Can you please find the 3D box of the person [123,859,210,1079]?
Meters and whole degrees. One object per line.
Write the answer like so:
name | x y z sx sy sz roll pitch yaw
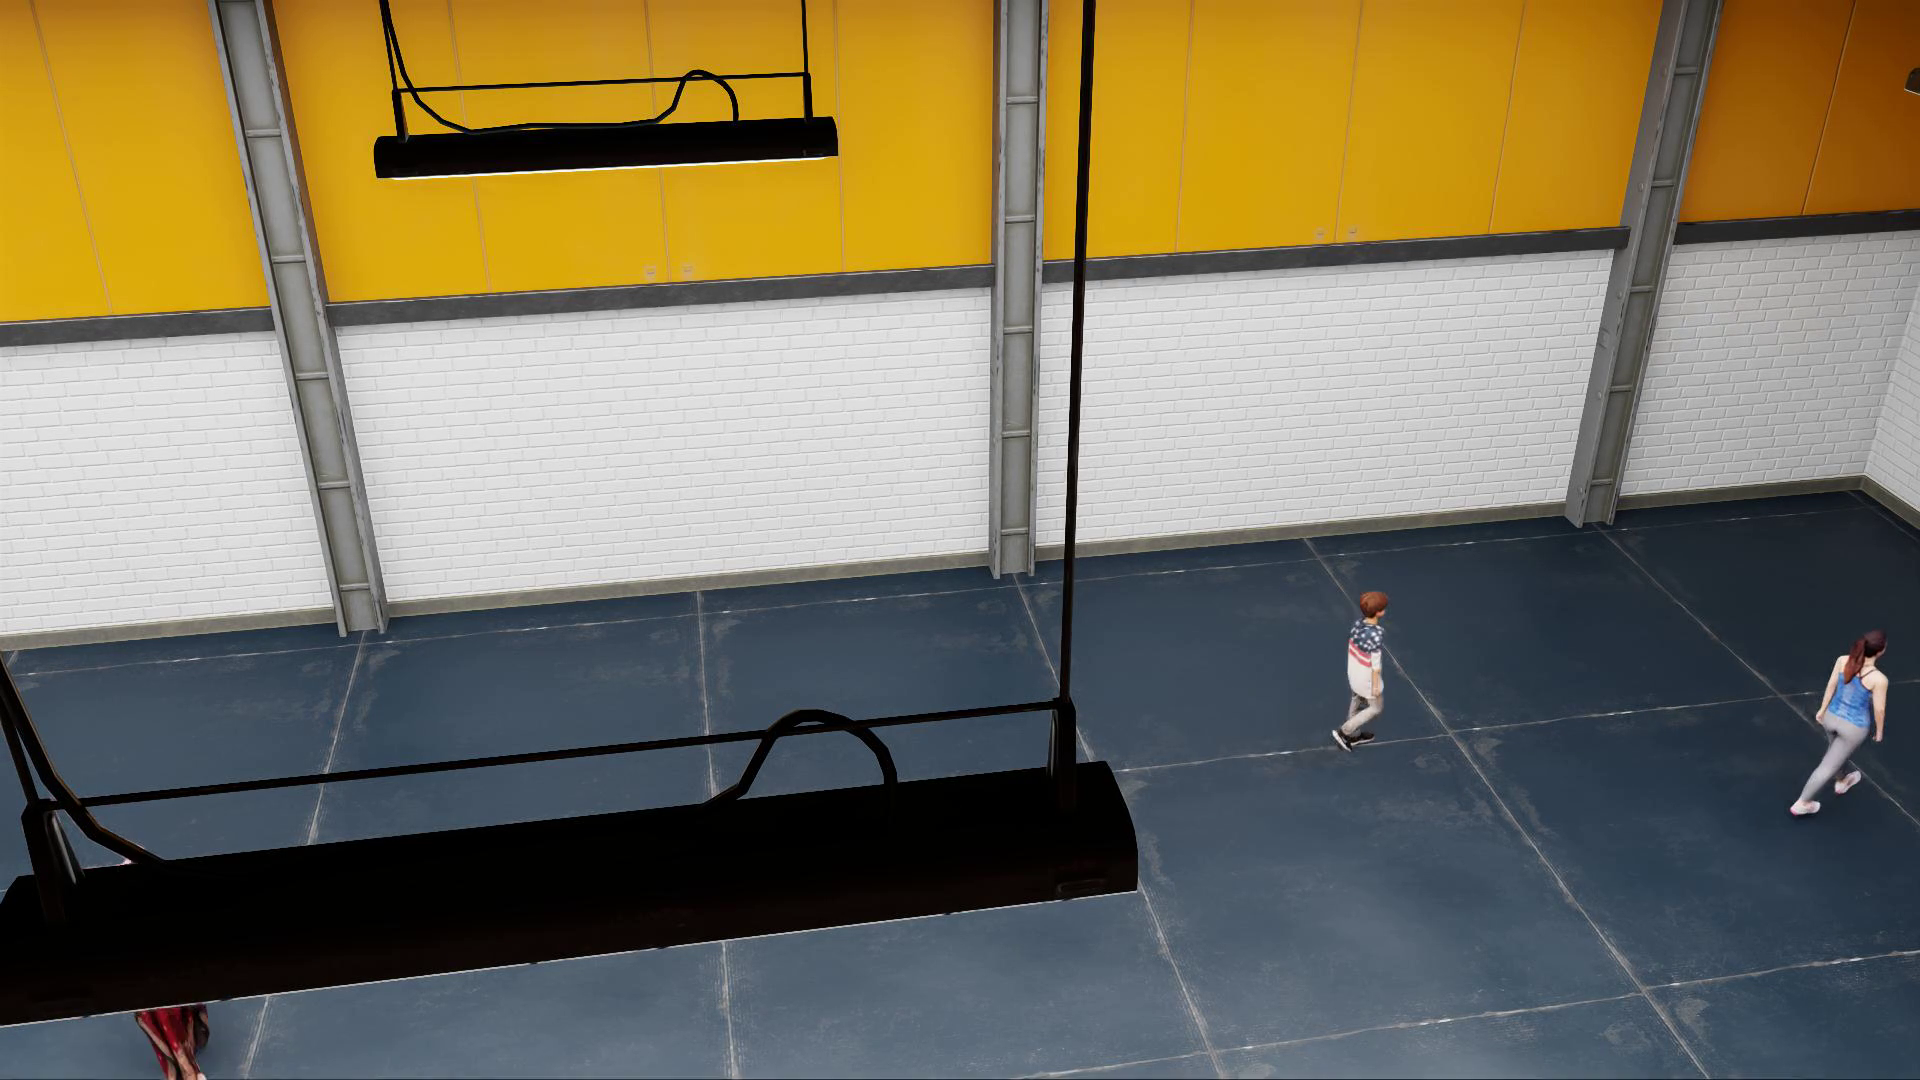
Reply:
person | -4.899 2.548 10.181 1.056 1.634 1.040 -24 37 -37

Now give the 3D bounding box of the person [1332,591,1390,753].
person | 3.150 1.055 13.126 0.715 1.434 0.595 -10 30 -17

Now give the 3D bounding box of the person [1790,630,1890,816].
person | 6.521 1.395 12.353 1.037 1.577 0.744 -13 31 -22
